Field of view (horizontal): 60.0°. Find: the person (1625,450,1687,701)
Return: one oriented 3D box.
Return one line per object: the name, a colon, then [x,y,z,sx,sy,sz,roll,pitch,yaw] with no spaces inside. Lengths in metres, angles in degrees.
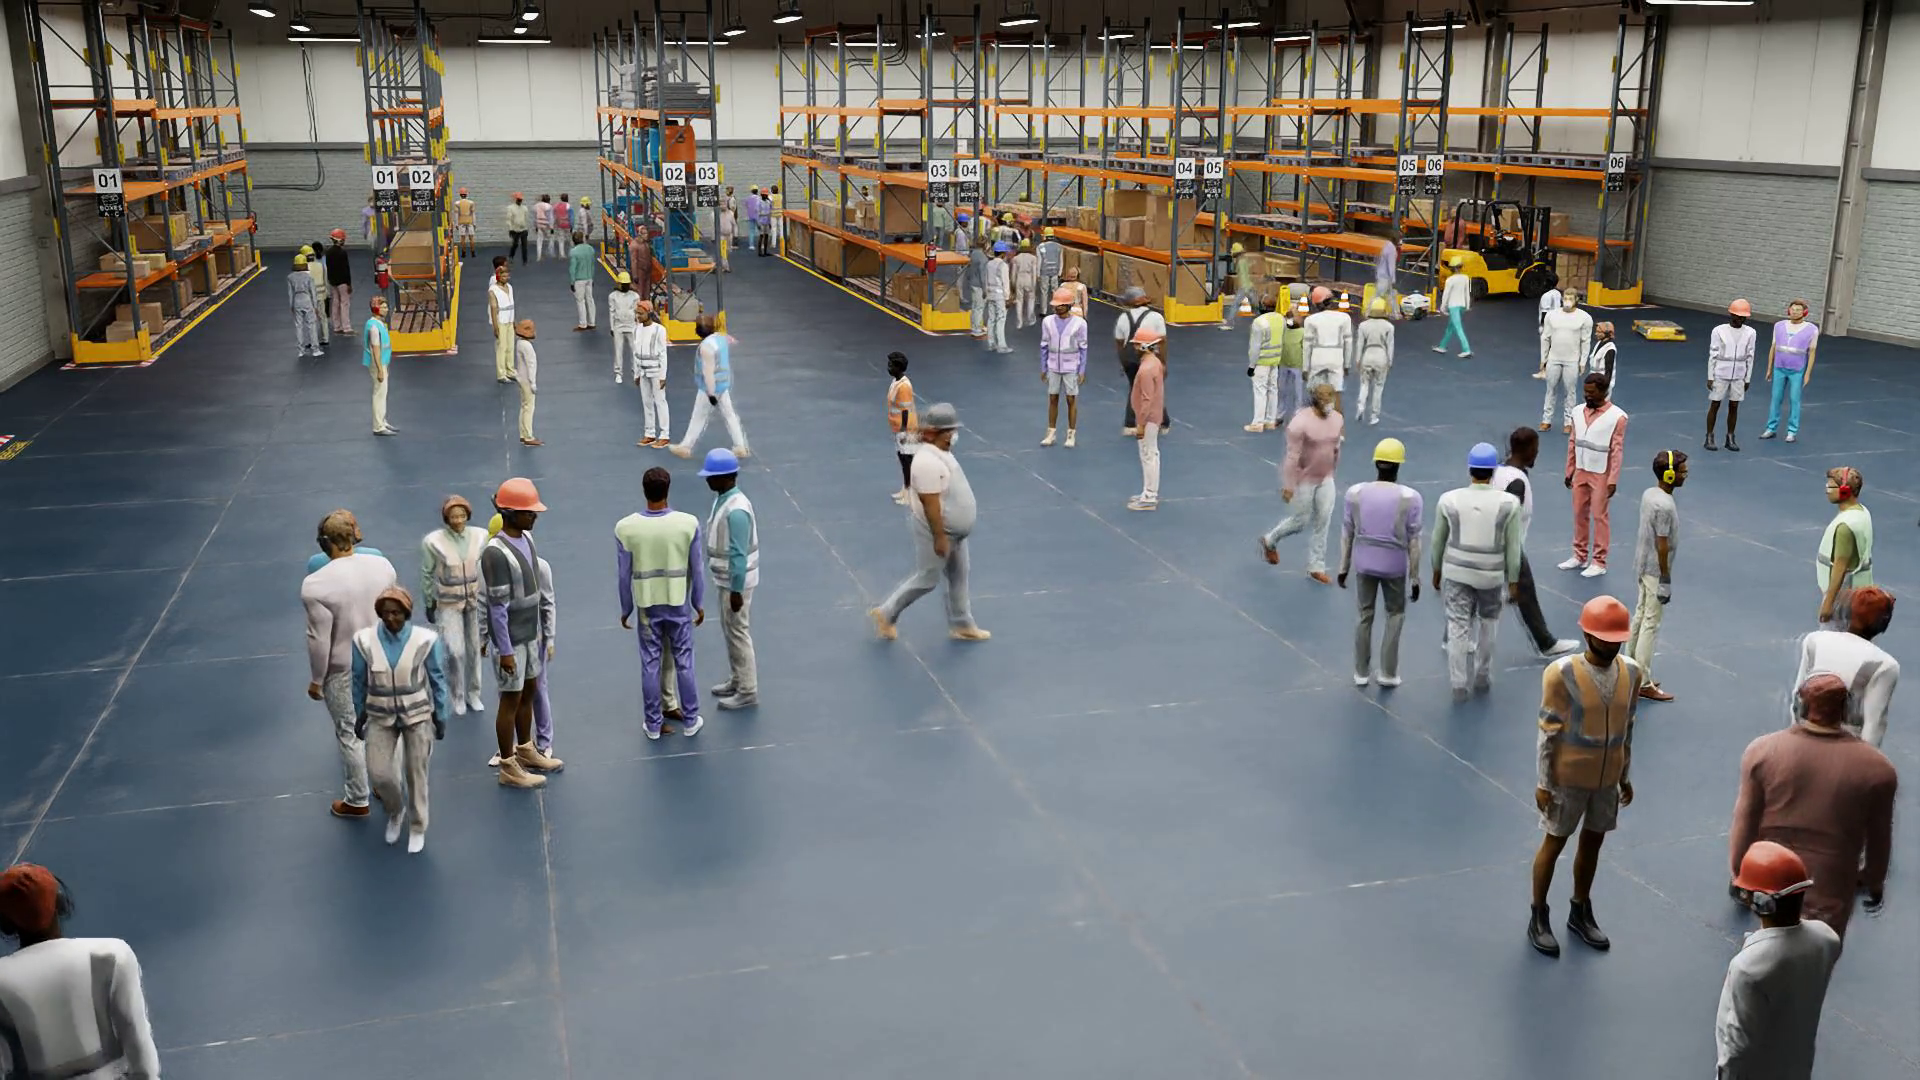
person: [5.167,0.249,12.326,0.328,1.873,0.519,2,15,6]

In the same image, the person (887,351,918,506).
person: [-0.633,-1.226,18.234,0.324,1.688,0.537,-3,15,-12]

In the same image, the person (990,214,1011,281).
person: [1.023,-6.953,39.798,0.562,1.668,0.564,-5,16,-18]

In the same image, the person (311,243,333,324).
person: [-12.403,-4.939,32.269,0.551,1.645,0.882,-3,15,-11]

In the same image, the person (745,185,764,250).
person: [-6.045,-9.508,49.014,0.602,1.894,0.662,4,15,13]

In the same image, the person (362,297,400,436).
person: [-7.684,-2.293,21.971,0.390,1.837,0.560,-4,15,-15]

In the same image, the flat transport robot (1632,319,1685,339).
flat transport robot: [13.116,-3.962,31.238,0.652,0.197,1.431,3,15,10]

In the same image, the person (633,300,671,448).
person: [-3.945,-2.113,21.212,0.576,1.879,0.356,11,18,35]

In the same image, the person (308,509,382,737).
person: [-4.211,0.587,11.509,0.508,1.632,0.270,-8,17,-28]

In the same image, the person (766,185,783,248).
person: [-5.507,-9.659,49.667,0.624,1.845,0.430,-9,17,-30]

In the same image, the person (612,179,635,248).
person: [-9.999,-9.739,49.585,0.688,2.000,0.536,-3,15,-13]

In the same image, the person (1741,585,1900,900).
person: [4.734,1.133,9.079,1.014,1.841,0.620,-7,16,-25]

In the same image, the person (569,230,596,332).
person: [-7.212,-4.941,31.750,0.378,1.929,0.635,9,17,29]

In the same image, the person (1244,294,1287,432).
person: [4.060,-2.363,22.213,0.626,1.844,0.429,-14,20,-41]

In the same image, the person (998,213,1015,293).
person: [1.071,-6.553,38.025,0.404,1.824,0.586,-3,15,-11]

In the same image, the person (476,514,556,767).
person: [-2.933,0.663,10.984,0.533,1.760,0.330,2,15,7]

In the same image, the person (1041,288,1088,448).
person: [1.309,-2.185,21.160,0.609,2.040,0.394,6,16,23]

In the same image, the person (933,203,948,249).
person: [-0.564,-8.803,46.874,0.511,1.620,0.322,12,19,38]

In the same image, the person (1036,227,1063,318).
person: [1.796,-5.413,33.703,0.589,1.833,0.404,-5,16,-18]

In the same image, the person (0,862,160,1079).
person: [-3.119,2.012,5.813,0.584,1.802,1.058,-9,17,-31]

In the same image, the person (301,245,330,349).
person: [-11.515,-4.320,29.598,0.404,1.830,0.588,8,17,29]

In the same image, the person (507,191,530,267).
person: [-11.712,-8.255,44.114,0.628,1.981,0.651,-12,19,-39]

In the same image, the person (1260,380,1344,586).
person: [3.180,-0.563,15.325,0.641,1.910,0.756,-8,17,-29]

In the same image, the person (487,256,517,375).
person: [-7.403,-3.610,26.780,0.399,1.915,0.592,-5,16,-19]

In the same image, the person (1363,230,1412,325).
person: [8.406,-5.128,32.543,0.985,1.873,0.646,4,15,14]

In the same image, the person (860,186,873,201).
person: [-2.757,-9.549,49.236,0.525,1.853,0.360,9,17,31]

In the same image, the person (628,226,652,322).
person: [-6.320,-5.292,33.140,0.401,1.898,0.648,5,16,17]

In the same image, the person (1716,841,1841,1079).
person: [2.958,1.945,6.187,0.563,1.741,0.339,-10,18,-33]

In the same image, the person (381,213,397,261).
person: [-14.527,-7.772,42.269,0.379,1.996,0.611,9,17,30]

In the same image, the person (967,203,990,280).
person: [0.423,-7.189,40.257,0.560,1.899,0.860,-5,16,-17]

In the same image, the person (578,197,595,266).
person: [-9.917,-8.154,44.056,0.444,1.827,0.614,-4,15,-16]

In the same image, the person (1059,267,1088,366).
person: [1.891,-3.728,27.734,0.511,1.640,0.308,7,17,25]

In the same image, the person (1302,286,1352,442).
person: [4.756,-2.274,21.592,0.635,1.995,0.725,2,15,6]

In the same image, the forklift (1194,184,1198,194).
forklift: [7.392,-11.333,53.972,1.873,2.768,1.129,-4,15,-15]

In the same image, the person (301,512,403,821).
person: [-3.727,0.773,10.231,0.370,1.937,0.627,10,18,34]

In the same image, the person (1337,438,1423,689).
person: [3.149,0.182,12.483,0.627,1.924,0.385,8,17,29]

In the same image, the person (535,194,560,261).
person: [-11.358,-8.581,45.685,0.752,1.790,0.900,8,17,27]

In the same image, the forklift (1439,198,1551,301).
forklift: [11.913,-6.508,37.130,2.313,2.155,1.214,-4,15,-15]

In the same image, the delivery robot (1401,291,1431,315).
delivery robot: [9.231,-4.799,33.662,0.477,0.478,0.707,14,20,42]

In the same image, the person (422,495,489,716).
person: [-3.558,0.475,11.950,0.532,1.622,0.428,-9,18,-32]

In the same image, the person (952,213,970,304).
person: [0.026,-6.103,36.077,0.404,1.948,0.605,-1,15,-4]
